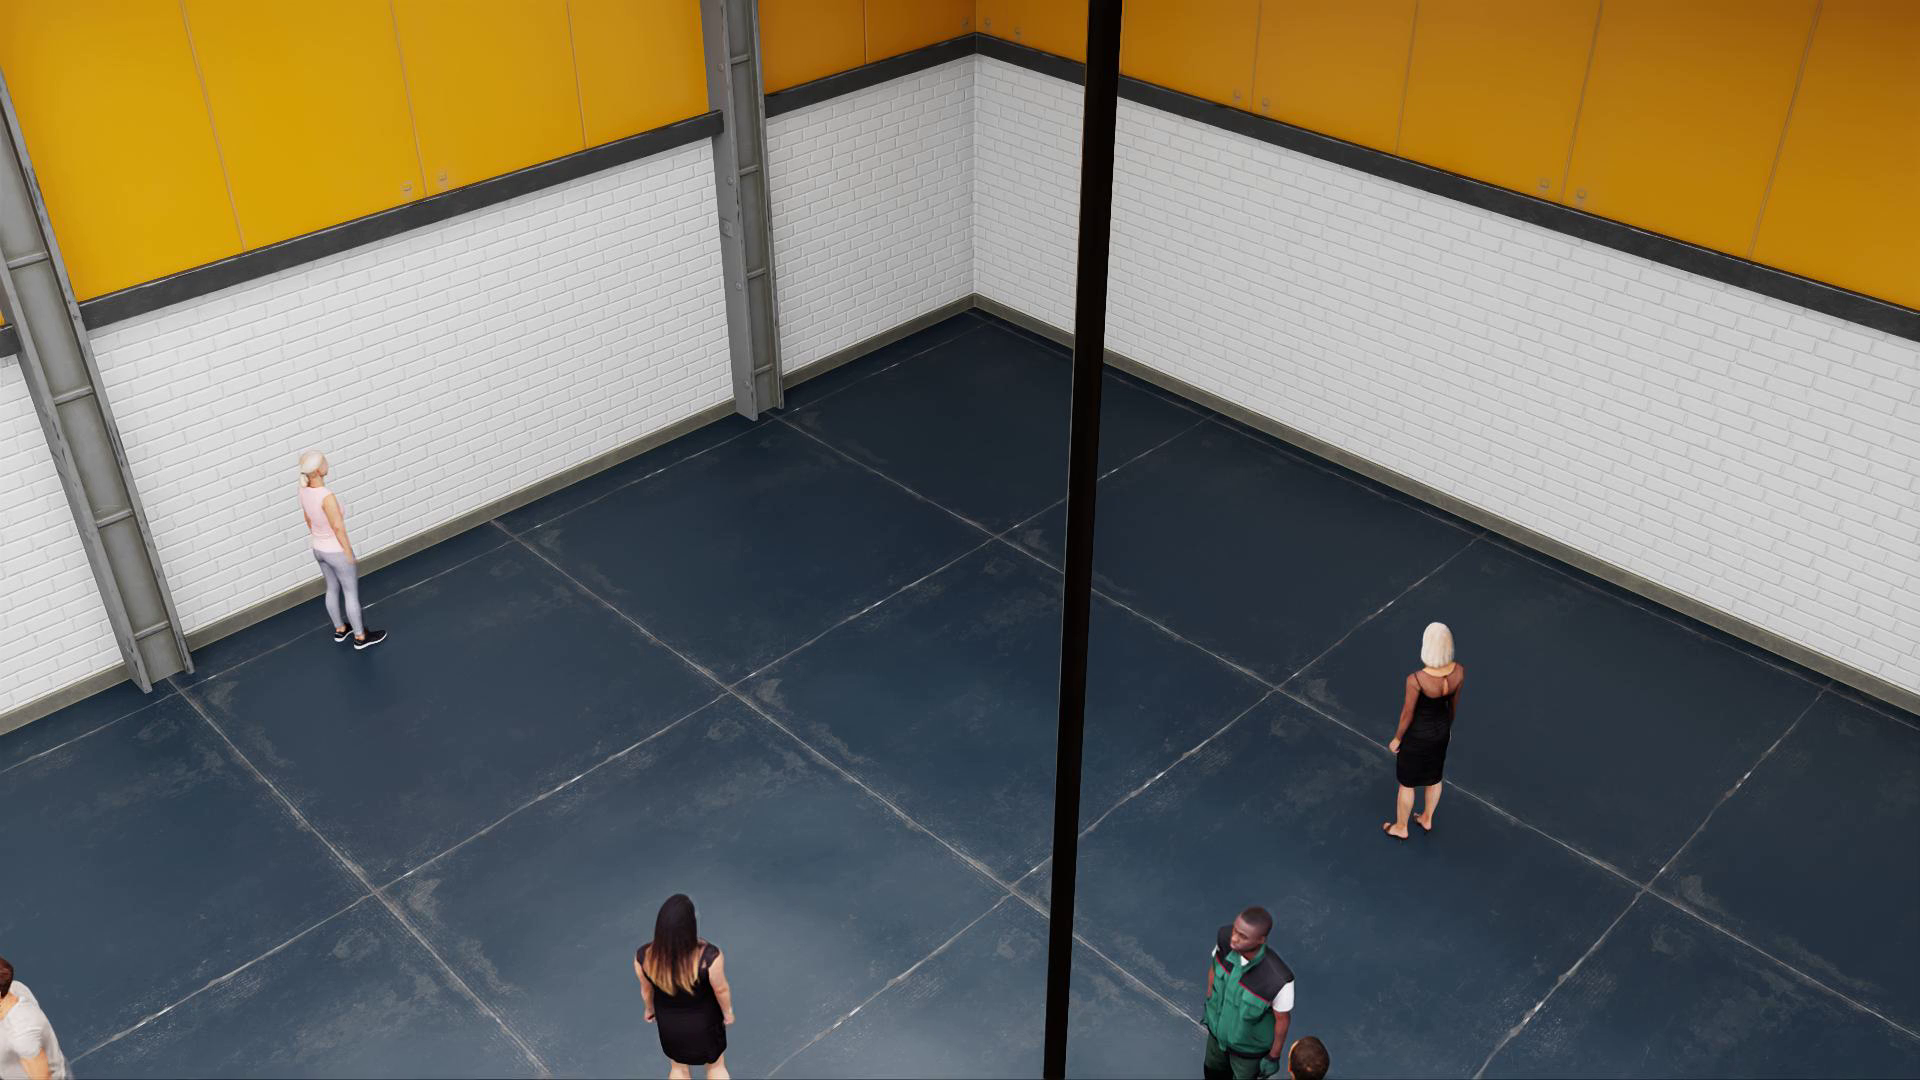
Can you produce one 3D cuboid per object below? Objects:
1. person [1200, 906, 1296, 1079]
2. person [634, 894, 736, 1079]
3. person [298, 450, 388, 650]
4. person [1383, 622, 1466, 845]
[{"bbox_3d":[1.515,2.636,8.931,0.622,1.838,0.711,-23,40,-31],"label":"person"},{"bbox_3d":[-1.475,2.612,9.077,0.760,1.718,0.809,2,34,3],"label":"person"},{"bbox_3d":[-4.872,0.070,12.893,0.597,1.726,0.568,21,39,28],"label":"person"},{"bbox_3d":[3.082,1.297,11.032,0.599,1.744,0.736,-11,35,-16],"label":"person"}]
